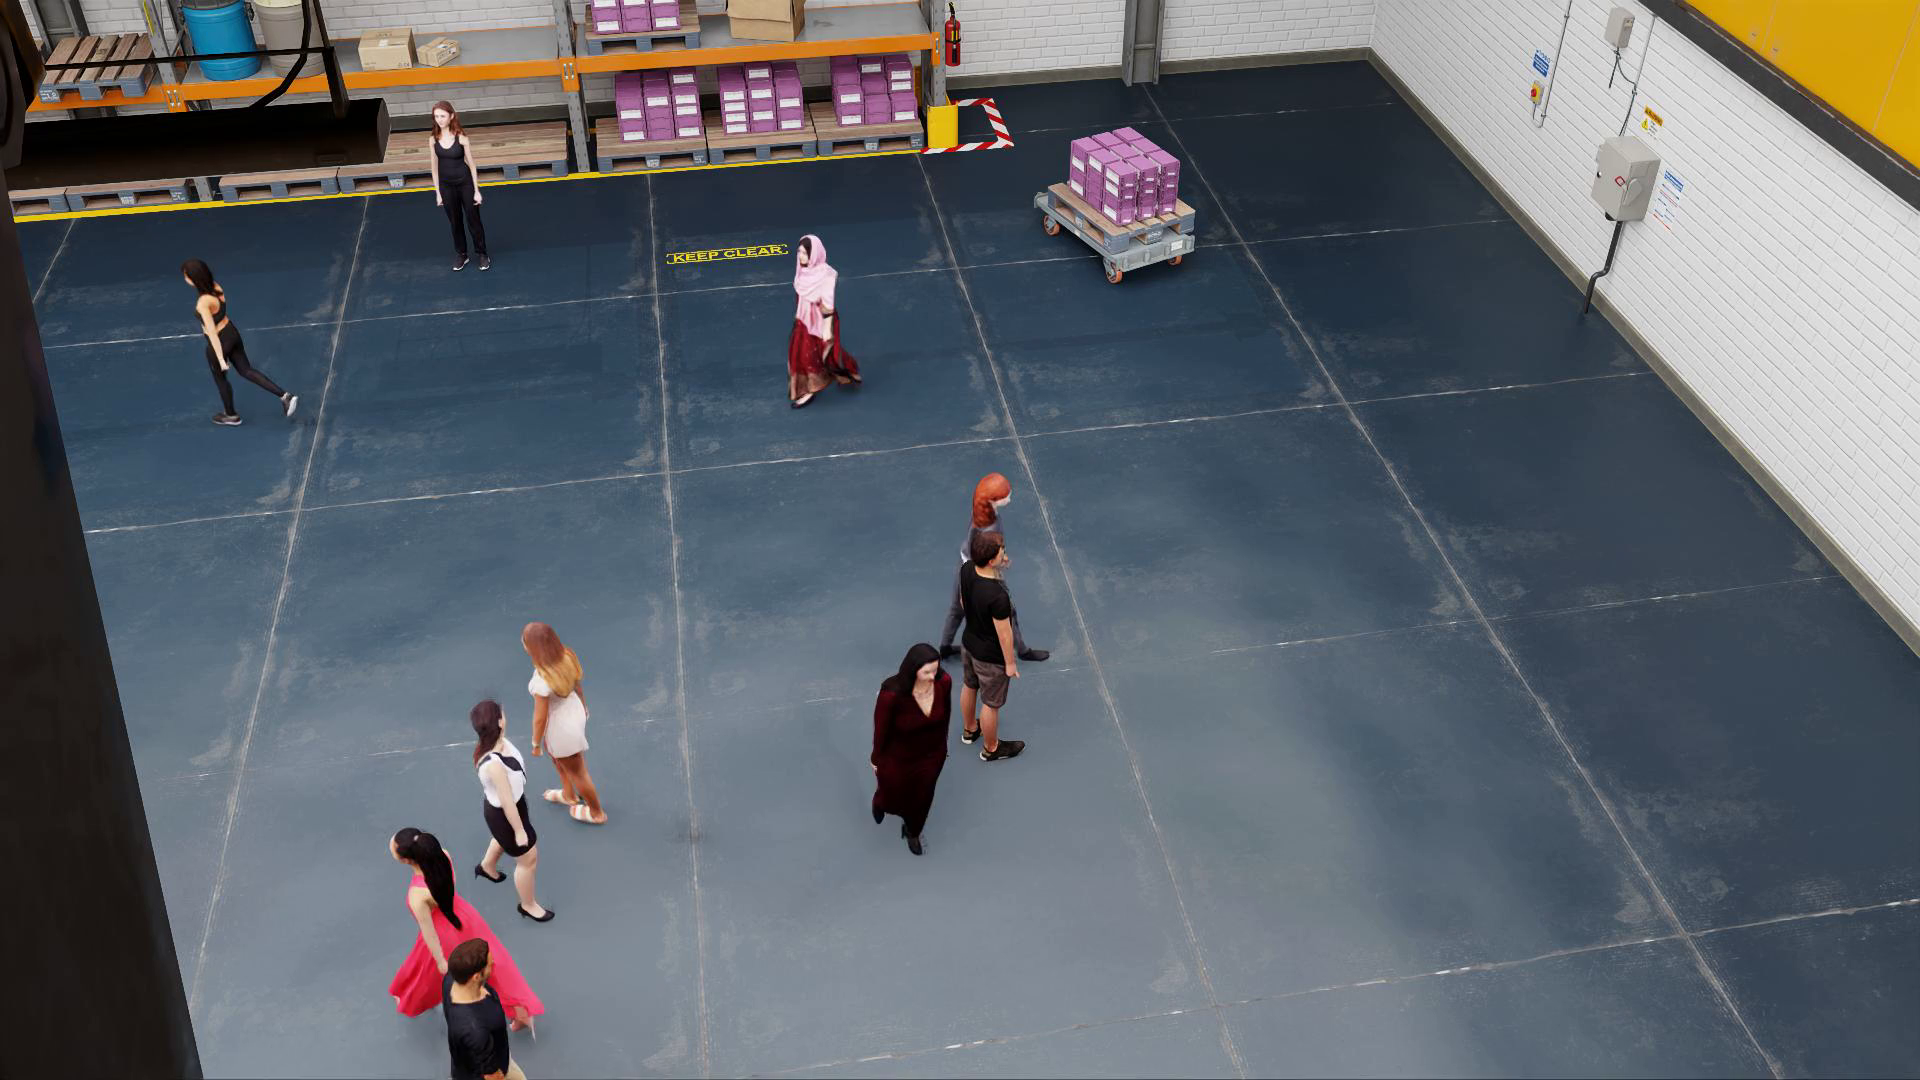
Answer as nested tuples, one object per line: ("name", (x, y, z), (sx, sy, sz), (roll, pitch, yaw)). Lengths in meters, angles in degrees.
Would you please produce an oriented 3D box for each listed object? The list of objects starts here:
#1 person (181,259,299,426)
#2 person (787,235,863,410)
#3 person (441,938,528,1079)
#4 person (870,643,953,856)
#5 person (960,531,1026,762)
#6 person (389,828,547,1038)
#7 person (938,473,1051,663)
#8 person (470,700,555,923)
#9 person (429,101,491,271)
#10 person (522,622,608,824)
("person", (-6.144, -1.657, 14.084), (1.075, 1.625, 0.736), (3, 39, 4))
("person", (-1.177, -1.916, 14.420), (0.957, 1.612, 1.064), (29, 47, 32))
("person", (-2.521, 2.722, 8.447), (1.033, 1.817, 0.835), (-14, 41, -17))
("person", (-0.348, 1.245, 10.367), (0.820, 1.730, 0.893), (-16, 41, -20))
("person", (0.163, 0.688, 10.959), (0.733, 1.862, 0.754), (-23, 44, -26))
("person", (-2.736, 2.218, 9.204), (1.253, 1.662, 0.945), (10, 40, 13))
("person", (0.064, 0.235, 11.637), (1.006, 1.724, 0.584), (-11, 40, -14))
("person", (-2.736, 1.626, 9.980), (0.692, 1.617, 0.642), (0, 39, 0))
("person", (-4.899, -3.465, 16.250), (0.488, 1.747, 0.674), (-2, 39, -2))
("person", (-2.421, 1.187, 10.477), (0.833, 1.683, 0.747), (9, 39, 11))
